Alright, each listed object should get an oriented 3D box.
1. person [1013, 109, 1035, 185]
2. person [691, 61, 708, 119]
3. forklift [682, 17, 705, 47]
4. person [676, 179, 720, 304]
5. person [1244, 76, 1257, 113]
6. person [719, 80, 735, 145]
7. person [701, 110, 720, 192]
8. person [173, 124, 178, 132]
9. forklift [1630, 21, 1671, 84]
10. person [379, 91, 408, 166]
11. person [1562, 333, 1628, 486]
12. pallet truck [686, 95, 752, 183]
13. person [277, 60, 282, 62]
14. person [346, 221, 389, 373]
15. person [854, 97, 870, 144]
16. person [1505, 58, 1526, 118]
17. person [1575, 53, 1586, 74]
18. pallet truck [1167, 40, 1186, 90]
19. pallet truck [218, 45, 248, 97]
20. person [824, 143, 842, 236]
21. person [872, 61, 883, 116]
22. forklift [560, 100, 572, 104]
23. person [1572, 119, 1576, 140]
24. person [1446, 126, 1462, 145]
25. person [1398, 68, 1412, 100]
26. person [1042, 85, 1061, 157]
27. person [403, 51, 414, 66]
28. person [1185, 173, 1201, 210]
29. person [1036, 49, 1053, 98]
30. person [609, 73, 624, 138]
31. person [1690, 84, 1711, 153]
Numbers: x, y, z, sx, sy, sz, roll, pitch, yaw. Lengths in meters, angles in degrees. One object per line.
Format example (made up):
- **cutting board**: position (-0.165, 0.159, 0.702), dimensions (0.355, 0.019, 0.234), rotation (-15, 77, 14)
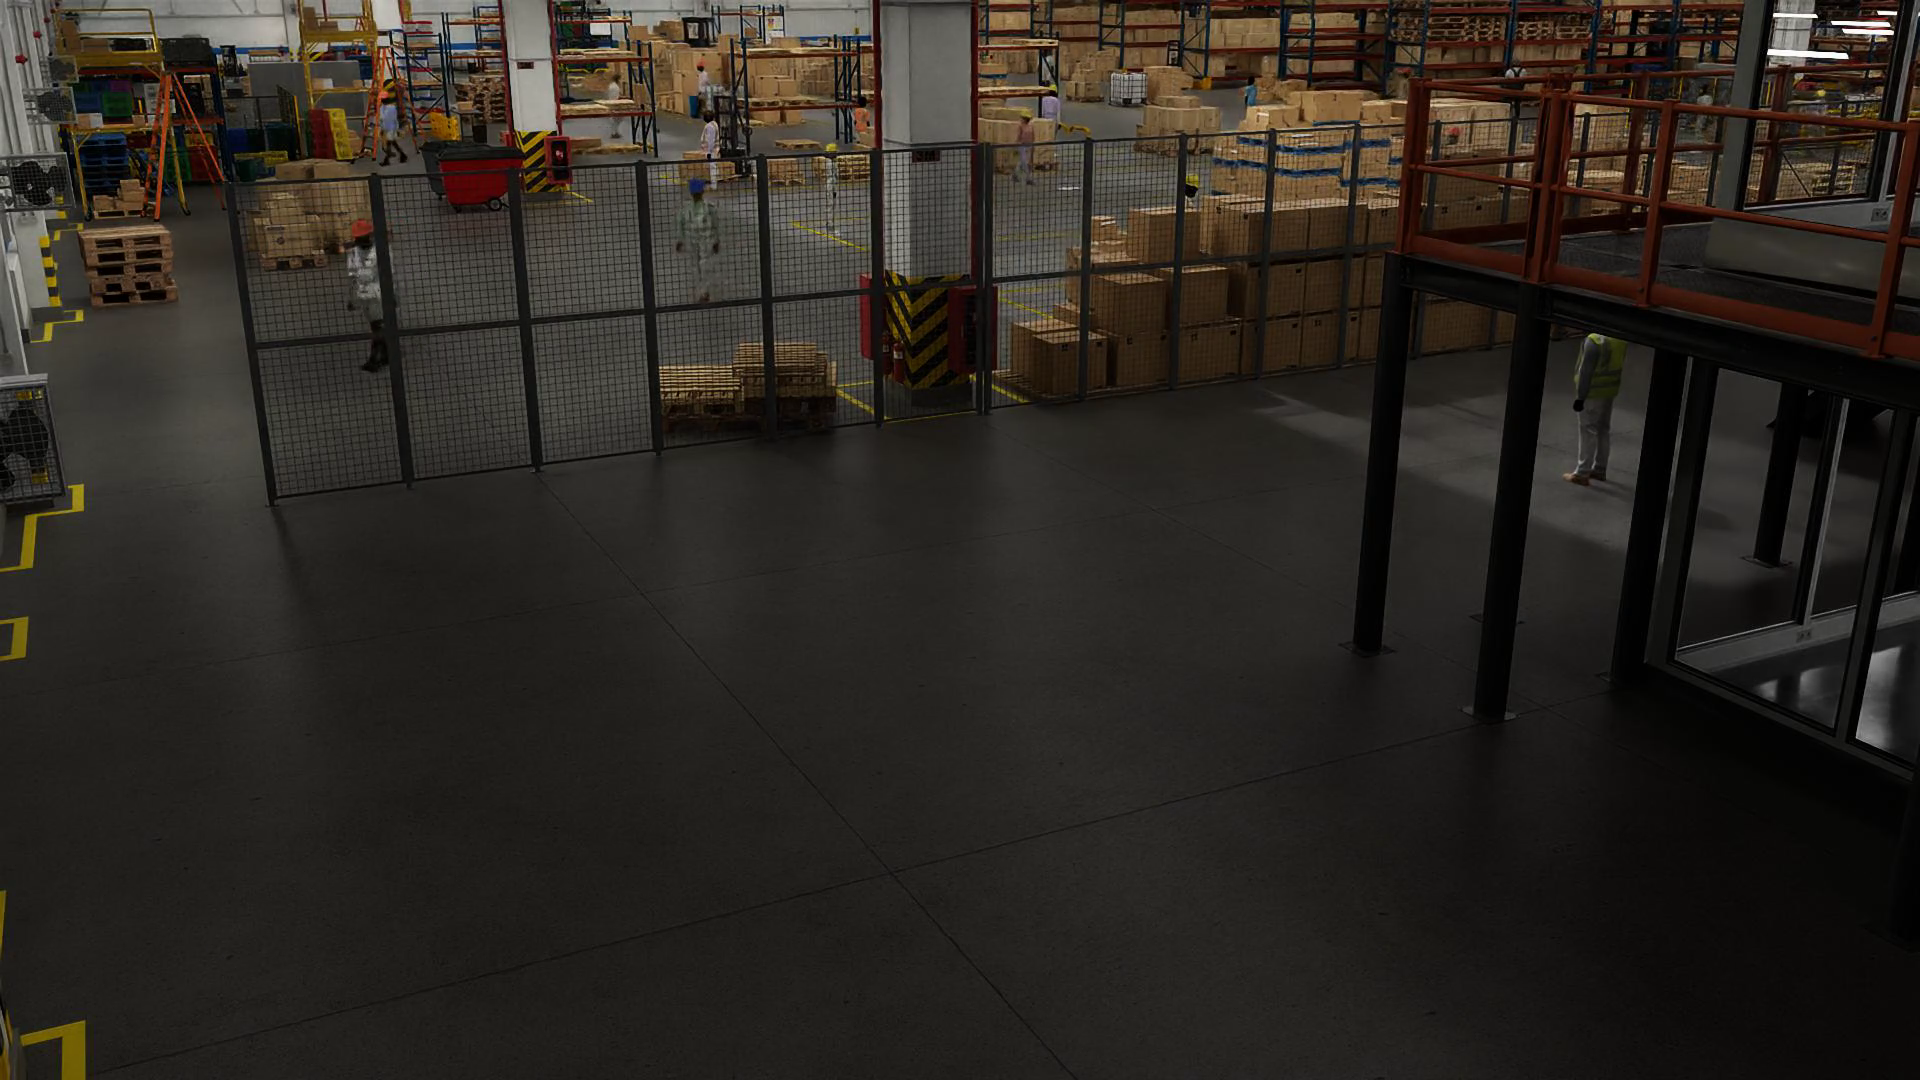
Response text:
- **person**: position (1.516, -9.352, 39.514), dimensions (0.529, 1.736, 0.843), rotation (-16, 25, -39)
- **person**: position (-8.714, -15.294, 56.538), dimensions (0.941, 1.893, 0.560), rotation (-6, 20, -18)
- **forklift**: position (-11.616, -21.399, 72.703), dimensions (1.129, 2.768, 1.873), rotation (7, 20, 20)
- **person**: position (-3.992, -4.486, 25.153), dimensions (0.600, 1.893, 0.970), rotation (5, 20, 14)
- **person**: position (9.065, -13.600, 51.901), dimensions (0.318, 1.687, 0.534), rotation (18, 26, 41)
- **person**: position (-6.720, -12.394, 48.175), dimensions (0.536, 1.834, 0.479), rotation (7, 20, 21)
- **person**: position (-5.697, -8.879, 37.980), dimensions (0.429, 1.844, 0.625), rotation (-1, 19, -2)
- **person**: position (-24.443, -13.458, 51.572), dimensions (0.515, 1.634, 0.313), rotation (13, 23, 33)
- **forklift**: position (28.499, -19.834, 68.164), dimensions (1.873, 2.768, 1.129), rotation (-9, 21, -25)
- **person**: position (-14.807, -10.729, 43.270), dimensions (0.560, 1.899, 0.978), rotation (12, 22, 31)
- **person**: position (6.301, -1.457, 16.487), dimensions (0.619, 1.836, 0.431), rotation (-15, 24, -38)
- **pallet truck**: position (-5.836, -9.608, 39.856), dimensions (0.823, 1.965, 1.885), rotation (10, 22, 27)
- **person**: position (-22.881, -15.216, 56.224), dimensions (0.622, 1.932, 0.368), rotation (-8, 21, -22)
- **person**: position (-7.531, -3.071, 21.054), dimensions (0.566, 1.894, 0.929), rotation (5, 20, 15)
- **person**: position (-2.556, -10.722, 43.536), dimensions (0.536, 1.696, 0.322), rotation (16, 25, 39)
- **person**: position (18.585, -15.136, 55.815), dimensions (0.672, 2.000, 0.536), rotation (1, 19, 4)
- **person**: position (24.701, -18.514, 66.132), dimensions (0.532, 1.694, 0.320), rotation (13, 23, 33)
- **pallet truck**: position (9.045, -19.971, 69.895), dimensions (0.823, 1.965, 1.885), rotation (-3, 19, -8)
- **pallet truck**: position (-28.879, -18.665, 66.111), dimensions (0.823, 1.965, 1.885), rotation (-3, 19, -9)
- **person**: position (-2.435, -6.711, 31.843), dimensions (0.297, 1.744, 0.487), rotation (-4, 20, -12)
- **person**: position (-2.776, -15.671, 57.550), dimensions (0.391, 1.919, 0.587), rotation (-12, 22, -31)
- **forklift**: position (-15.608, -17.638, 61.798), dimensions (1.873, 2.768, 1.129), rotation (-9, 21, -25)
- **person**: position (13.904, -9.116, 38.365), dimensions (0.378, 2.040, 0.607), rotation (-3, 19, -8)
- **person**: position (9.708, -7.184, 32.915), dimensions (0.623, 1.955, 1.023), rotation (17, 25, 40)
- **person**: position (14.087, -14.058, 52.920), dimensions (0.958, 1.898, 0.544), rotation (7, 20, 21)
- **person**: position (2.476, -11.327, 44.967), dimensions (0.595, 1.913, 0.452), rotation (15, 24, 38)
- **person**: position (-22.565, -19.249, 67.986), dimensions (0.602, 1.868, 0.587), rotation (1, 19, 3)
- **person**: position (3.505, -4.686, 25.697), dimensions (0.369, 1.925, 0.586), rotation (4, 20, 13)
- **person**: position (3.319, -18.284, 65.126), dimensions (0.646, 1.911, 1.002), rotation (3, 19, 8)
- **person**: position (-10.306, -13.003, 49.835), dimensions (0.513, 1.913, 0.634), rotation (-2, 19, -5)
- **person**: position (20.436, -11.634, 45.927), dimensions (0.523, 1.858, 0.392), rotation (-9, 21, -24)
